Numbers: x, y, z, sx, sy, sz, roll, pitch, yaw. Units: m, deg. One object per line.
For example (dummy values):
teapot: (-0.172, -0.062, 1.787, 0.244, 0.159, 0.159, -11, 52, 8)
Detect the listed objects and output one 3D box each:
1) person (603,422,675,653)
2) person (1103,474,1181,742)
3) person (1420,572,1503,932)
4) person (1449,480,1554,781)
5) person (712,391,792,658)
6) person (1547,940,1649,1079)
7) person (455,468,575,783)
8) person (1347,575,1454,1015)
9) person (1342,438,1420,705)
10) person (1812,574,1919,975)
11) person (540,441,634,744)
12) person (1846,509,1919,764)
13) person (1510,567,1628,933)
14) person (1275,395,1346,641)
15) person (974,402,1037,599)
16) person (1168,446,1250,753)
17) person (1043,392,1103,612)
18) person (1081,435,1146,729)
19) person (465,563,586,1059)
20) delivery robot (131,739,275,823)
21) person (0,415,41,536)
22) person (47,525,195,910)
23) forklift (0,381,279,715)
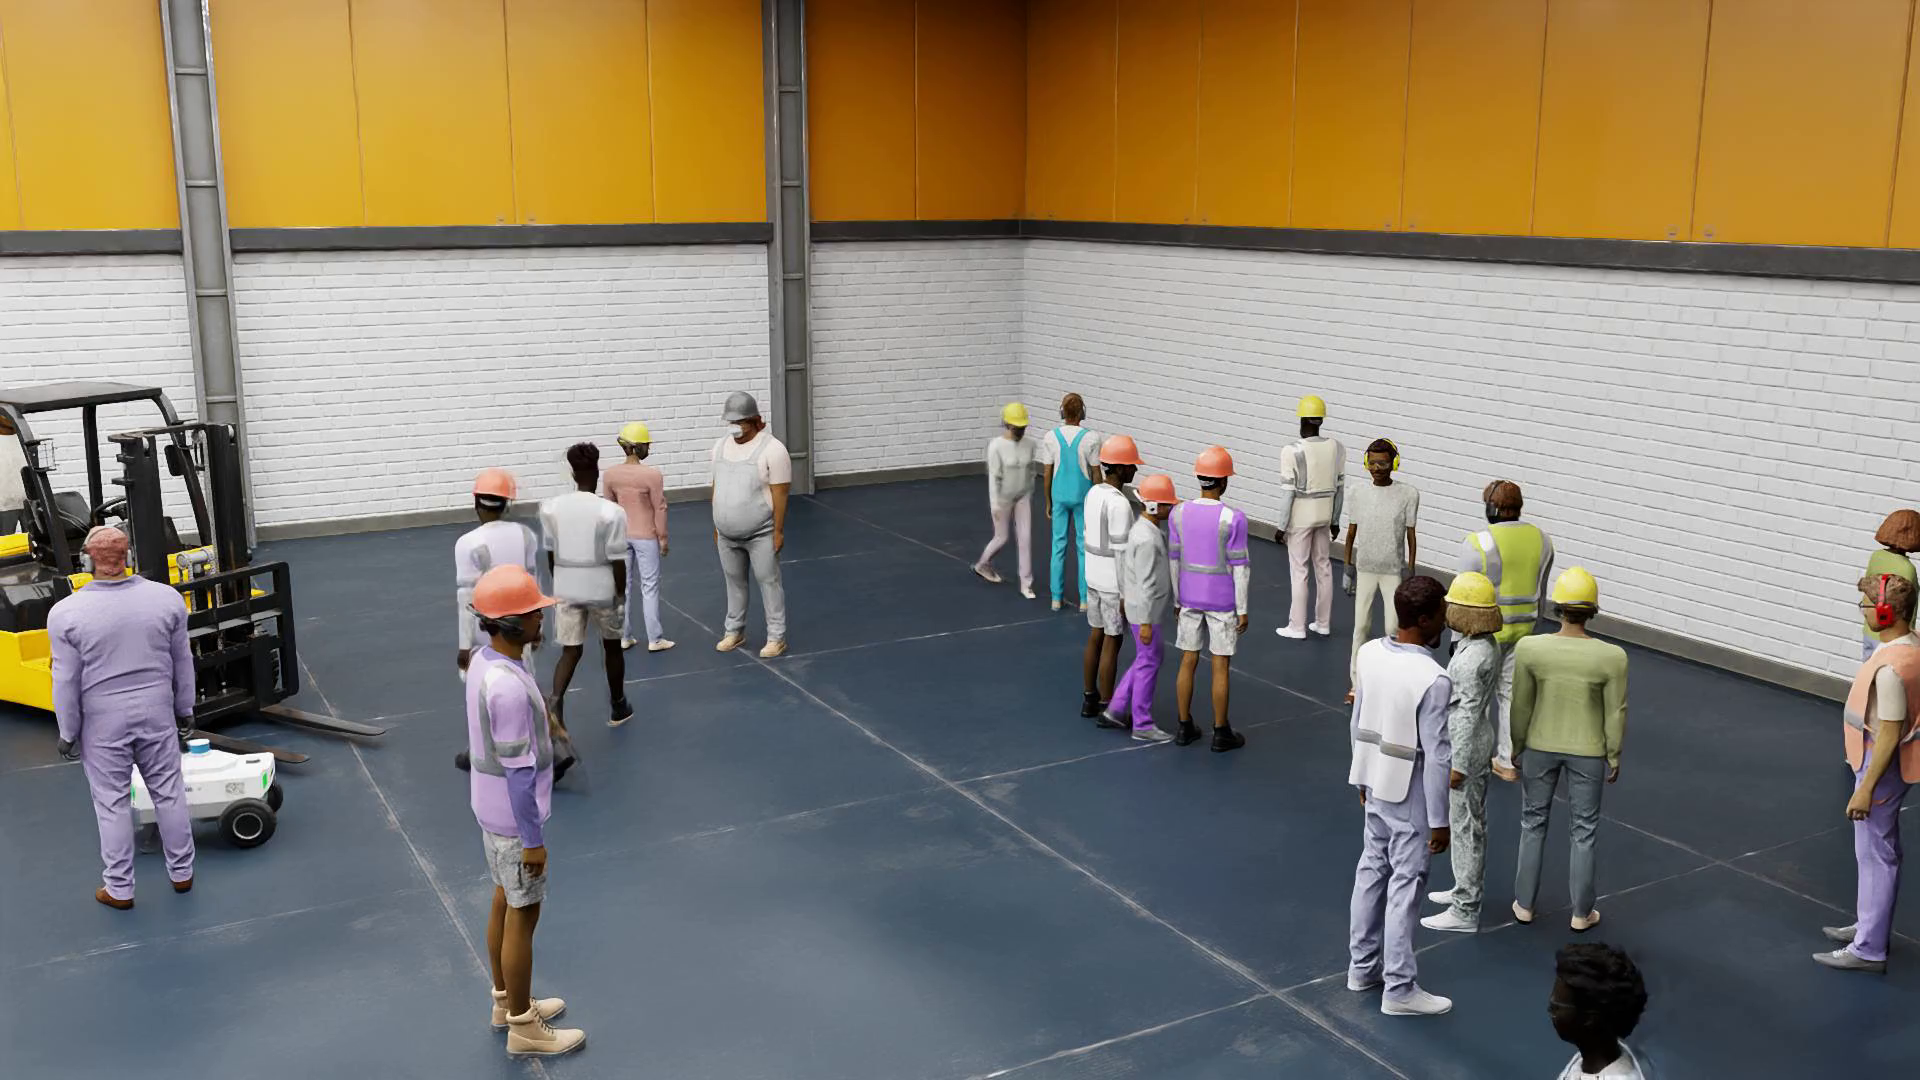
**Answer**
person: (-2.461, -0.016, 12.694, 0.525, 1.765, 0.329, 4, 13, 19)
person: (1.163, 0.433, 10.650, 0.478, 1.738, 0.585, 2, 12, 11)
person: (2.401, 1.005, 7.954, 0.295, 1.743, 0.493, 5, 13, 23)
person: (3.178, 0.552, 9.876, 0.635, 1.835, 0.429, -4, 13, -19)
person: (-1.619, -0.127, 12.559, 0.684, 2.000, 0.536, 6, 14, 27)
person: (1.684, 1.835, 4.268, 0.880, 1.655, 0.527, 3, 12, 12)
person: (-2.684, 0.528, 9.855, 0.917, 1.896, 0.582, 9, 15, 36)
person: (1.891, 1.088, 7.150, 0.376, 1.917, 0.600, -4, 13, -20)
person: (2.858, 0.225, 11.336, 0.504, 1.865, 0.335, 6, 13, 25)
person: (4.161, 1.055, 7.496, 0.388, 1.837, 0.564, 9, 15, 35)
person: (-2.414, 0.339, 10.669, 0.597, 1.930, 0.869, 2, 12, 8)
person: (5.606, 0.616, 10.032, 0.279, 1.634, 0.498, 1, 12, 4)
person: (2.882, 0.998, 7.924, 0.526, 1.772, 0.303, 6, 13, 24)
person: (2.726, -0.173, 13.041, 0.594, 1.925, 0.379, -5, 13, -24)
person: (0.407, -0.378, 14.482, 0.527, 1.721, 0.708, -6, 14, -27)
person: (1.571, 0.372, 10.459, 0.544, 1.939, 0.354, 8, 14, 33)
person: (0.944, -0.310, 13.881, 0.508, 1.845, 0.345, 3, 13, 16)
person: (1.016, 0.269, 10.945, 0.375, 1.935, 0.551, -4, 13, -18)
person: (-1.797, 1.099, 6.794, 0.370, 2.048, 0.608, -6, 13, -26)
delivery robot: (-4.113, 1.324, 9.038, 0.707, 0.478, 0.477, -4, 13, -16)
person: (-7.687, -0.256, 13.554, 0.321, 1.876, 0.532, 10, 16, 39)
person: (-4.122, 0.868, 8.217, 0.652, 1.904, 0.404, -11, 16, -42)
forklift: (-5.853, 0.085, 11.199, 2.313, 2.155, 1.214, 7, 14, 28)
